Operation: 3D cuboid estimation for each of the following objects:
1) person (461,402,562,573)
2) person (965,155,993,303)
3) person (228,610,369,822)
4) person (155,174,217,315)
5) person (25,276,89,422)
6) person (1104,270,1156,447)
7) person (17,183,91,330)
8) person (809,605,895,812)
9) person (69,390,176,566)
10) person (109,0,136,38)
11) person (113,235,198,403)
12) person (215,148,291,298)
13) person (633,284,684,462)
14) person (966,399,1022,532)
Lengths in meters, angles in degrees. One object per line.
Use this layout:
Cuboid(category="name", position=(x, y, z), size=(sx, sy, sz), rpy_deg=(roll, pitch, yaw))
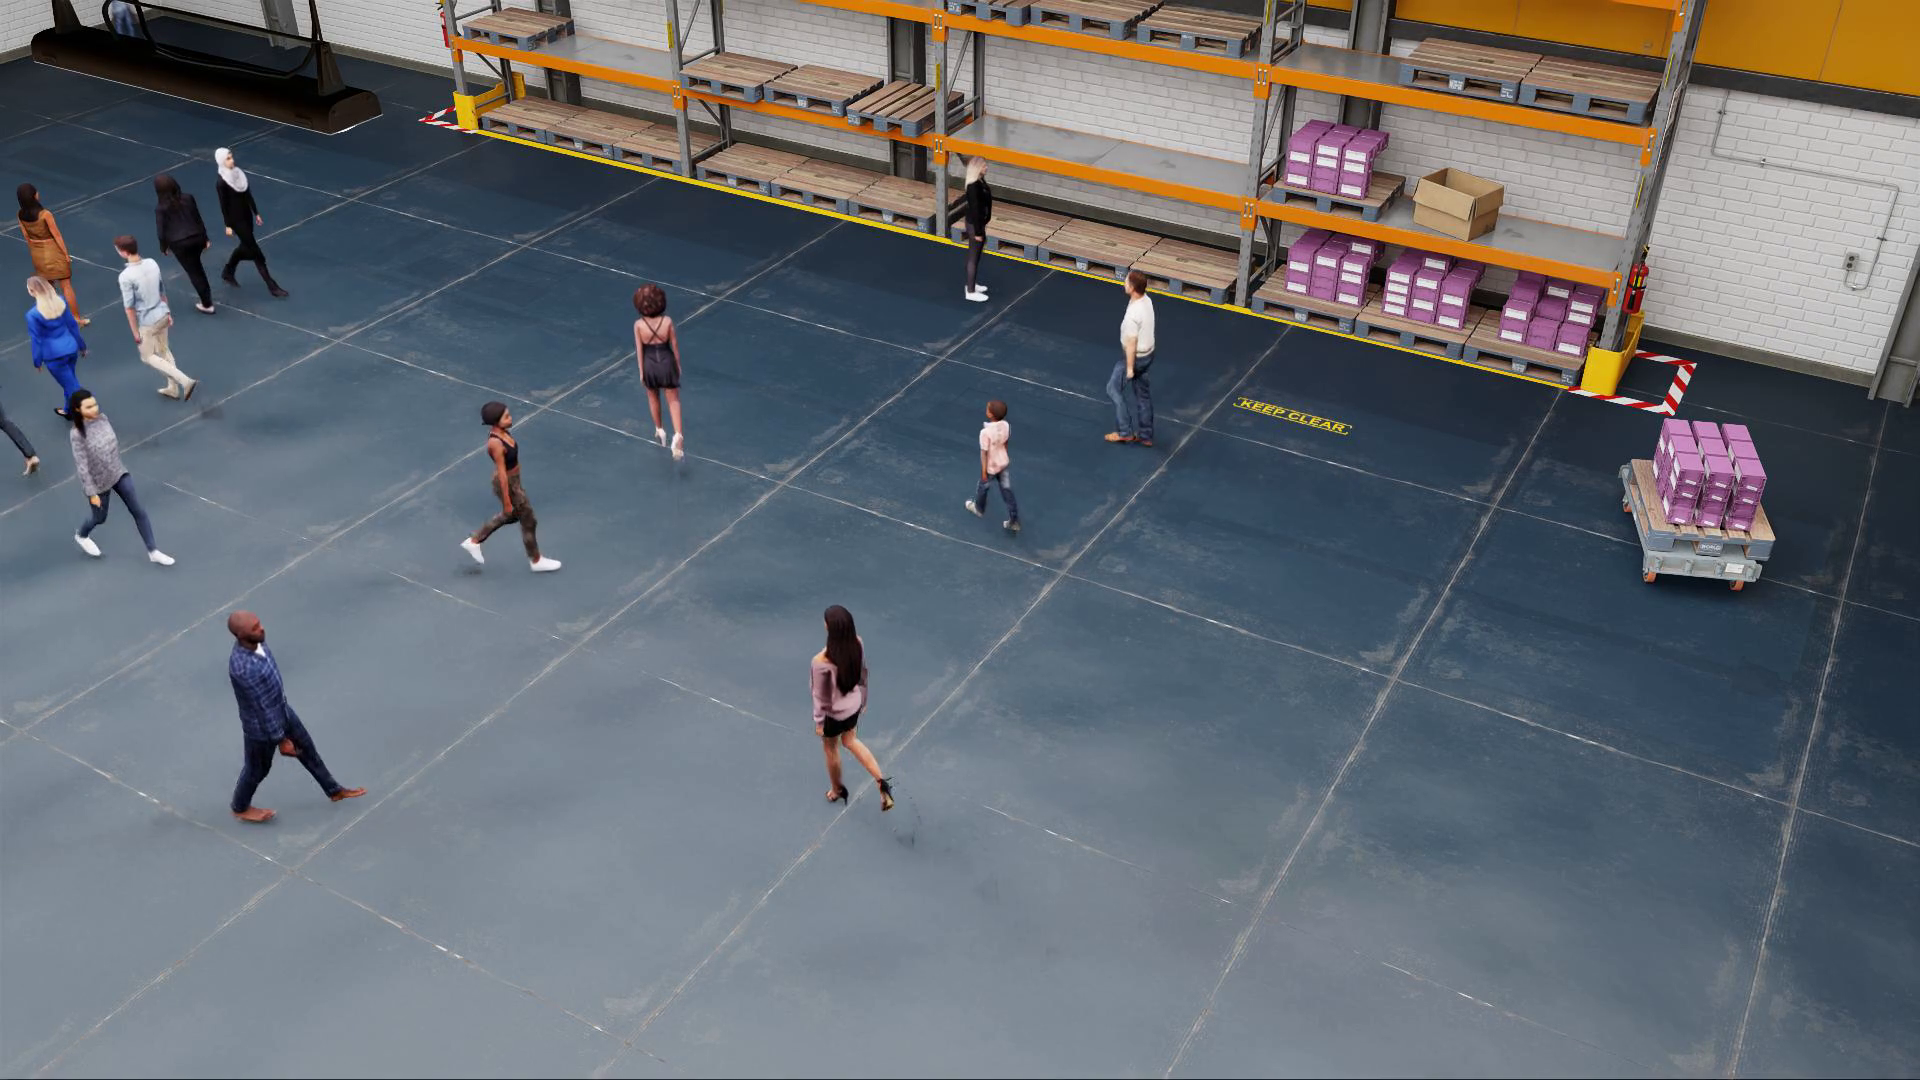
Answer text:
Cuboid(category="person", position=(-3.939, -0.423, 14.215), size=(1.113, 1.680, 0.973), rpy_deg=(-4, 34, -6))
Cuboid(category="person", position=(0.170, -3.560, 18.930), size=(0.702, 1.686, 0.696), rpy_deg=(0, 34, 0))
Cuboid(category="person", position=(-4.915, 1.269, 11.589), size=(1.266, 1.769, 1.131), rpy_deg=(-4, 34, -6))
Cuboid(category="person", position=(-8.592, -3.294, 18.612), size=(0.665, 1.594, 0.618), rpy_deg=(17, 37, 24))
Cuboid(category="person", position=(-8.702, -1.768, 16.239), size=(0.984, 1.679, 0.746), rpy_deg=(12, 35, 17))
Cuboid(category="person", position=(1.790, -1.713, 16.015), size=(0.687, 1.836, 0.678), rpy_deg=(20, 39, 27))
Cuboid(category="person", position=(-9.997, -3.109, 18.246), size=(0.571, 1.690, 0.691), rpy_deg=(3, 34, 5))
Cuboid(category="person", position=(-0.771, 1.238, 11.610), size=(0.951, 1.797, 0.726), rpy_deg=(25, 41, 33))
Cuboid(category="person", position=(-7.438, -0.526, 14.353), size=(1.205, 1.699, 0.790), rpy_deg=(11, 35, 16))
Cuboid(category="person", position=(-13.537, -8.527, 26.817), size=(0.688, 1.226, 0.877), rpy_deg=(-23, 40, -30))
Cuboid(category="person", position=(-8.070, -2.181, 16.724), size=(0.928, 1.831, 0.731), rpy_deg=(14, 36, 20))
Cuboid(category="person", position=(-8.252, -3.597, 18.935), size=(1.206, 1.740, 0.812), rpy_deg=(9, 35, 13))
Cuboid(category="person", position=(-2.850, -1.559, 15.844), size=(0.993, 1.769, 1.054), rpy_deg=(-9, 35, -13))
Cuboid(category="person", position=(0.362, -0.652, 14.914), size=(0.738, 1.288, 0.977), rpy_deg=(-24, 40, -31))
